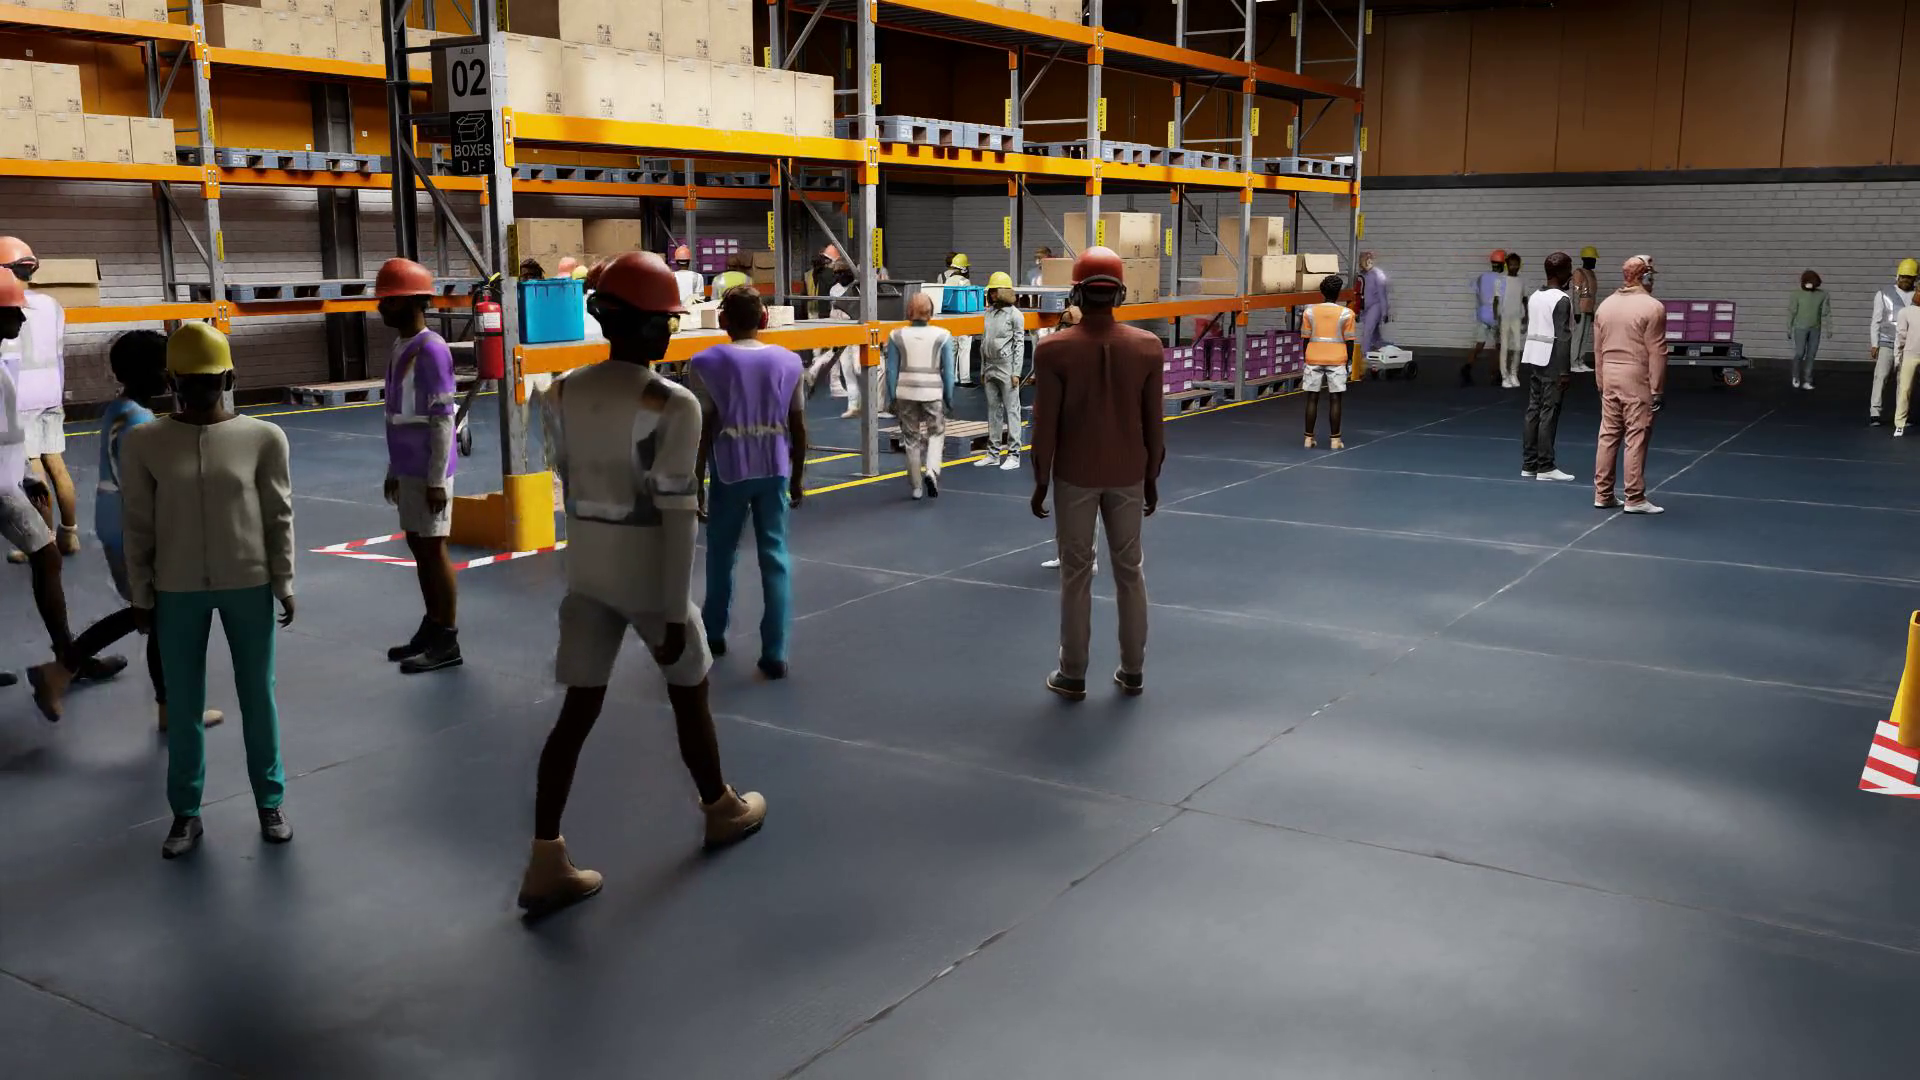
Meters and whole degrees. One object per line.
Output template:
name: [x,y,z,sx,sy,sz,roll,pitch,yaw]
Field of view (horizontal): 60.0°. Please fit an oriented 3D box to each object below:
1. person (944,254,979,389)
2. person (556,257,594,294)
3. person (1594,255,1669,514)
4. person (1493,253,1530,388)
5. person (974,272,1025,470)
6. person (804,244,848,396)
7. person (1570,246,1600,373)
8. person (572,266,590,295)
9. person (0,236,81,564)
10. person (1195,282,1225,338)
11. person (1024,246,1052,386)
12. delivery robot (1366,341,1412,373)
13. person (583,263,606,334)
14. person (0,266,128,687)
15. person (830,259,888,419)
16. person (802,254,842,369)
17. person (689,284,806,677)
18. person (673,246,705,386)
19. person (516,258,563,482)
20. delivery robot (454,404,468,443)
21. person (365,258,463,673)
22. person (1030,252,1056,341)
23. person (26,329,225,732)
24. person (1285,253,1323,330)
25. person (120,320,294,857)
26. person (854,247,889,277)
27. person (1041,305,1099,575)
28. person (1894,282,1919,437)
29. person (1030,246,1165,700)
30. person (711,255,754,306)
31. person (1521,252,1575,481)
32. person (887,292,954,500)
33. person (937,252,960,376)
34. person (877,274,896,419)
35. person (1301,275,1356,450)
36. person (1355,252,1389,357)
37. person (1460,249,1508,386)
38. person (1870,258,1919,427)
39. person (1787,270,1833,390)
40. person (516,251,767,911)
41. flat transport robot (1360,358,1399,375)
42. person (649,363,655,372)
person: [0.022,-2.966,22.633,0.403,1.837,0.591,-8,13,-36]
person: [-3.832,-1.966,17.062,0.547,1.872,1.012,4,11,23]
person: [5.006,-1.151,12.366,0.408,1.913,0.642,-4,11,-23]
person: [7.548,-2.995,22.760,0.524,1.850,0.441,1,10,5]
person: [0.354,-1.498,14.751,0.298,1.745,0.484,-9,14,-42]
person: [-1.697,-2.829,21.501,0.545,1.979,0.615,-2,10,-12]
person: [9.593,-3.537,25.544,0.362,1.928,0.587,9,14,42]
person: [-3.762,-1.857,16.682,0.525,1.769,0.310,-4,11,-22]
person: [-5.870,-0.871,10.452,0.391,2.040,0.614,1,10,4]
person: [3.687,-3.221,24.372,0.527,1.721,0.903,6,12,31]
person: [1.168,-3.081,22.983,0.629,1.940,0.378,7,12,34]
delivery robot: [6.213,-2.632,24.070,0.707,0.478,0.477,-7,13,-36]
person: [-3.222,-1.574,15.015,0.653,1.814,1.053,0,10,1]
person: [-4.236,-0.266,7.502,0.875,1.900,0.555,-8,13,-37]
person: [-1.175,-2.283,18.922,0.676,1.813,0.578,8,13,38]
person: [-2.193,-3.594,26.194,0.650,1.819,0.440,4,11,22]
person: [-1.039,-0.298,7.922,0.607,1.803,0.904,-5,11,-25]
person: [-3.694,-2.974,22.384,0.543,1.943,0.355,-1,10,-5]
person: [-3.516,-1.372,13.696,0.510,1.877,0.328,-2,10,-11]
delivery robot: [-4.885,-1.136,15.783,0.477,0.478,0.707,-2,10,-10]
person: [-2.573,-0.350,7.850,0.379,1.934,0.558,-8,13,-36]
person: [1.257,-2.986,22.700,0.594,1.855,0.610,6,12,28]
person: [-3.398,-0.008,6.685,0.655,1.668,0.554,-7,12,-32]
person: [5.342,-3.533,25.832,0.593,1.820,0.404,1,10,6]
person: [-2.472,0.160,5.513,0.523,1.766,0.315,-4,11,-22]
person: [-1.454,-3.707,26.172,0.690,2.000,1.067,-1,10,-3]
person: [0.688,-0.596,10.054,0.272,1.635,0.507,-3,11,-18]
person: [9.865,-1.860,17.090,0.494,1.625,0.283,4,11,21]
person: [0.598,-0.289,7.358,0.612,1.994,0.395,-2,10,-13]
person: [-3.271,-3.196,23.979,0.630,1.820,0.794,-4,11,-20]
person: [4.984,-1.464,14.083,0.388,1.919,0.592,-2,10,-8]
person: [-0.310,-1.097,12.860,0.525,1.623,0.447,1,10,3]
person: [-0.099,-3.366,24.818,0.514,1.846,0.337,7,13,35]
person: [-0.925,-2.201,18.943,0.308,1.636,0.524,-4,11,-22]
person: [3.554,-1.712,16.093,0.530,1.689,0.322,4,11,23]
person: [6.493,-3.603,26.158,0.961,1.852,0.653,-4,11,-20]
person: [7.315,-3.068,23.036,0.854,1.906,0.548,-9,14,-42]
person: [10.211,-2.136,18.071,0.586,1.824,0.403,2,10,13]
person: [11.500,-2.840,22.526,0.525,1.609,0.355,1,10,7]
person: [-1.018,0.107,5.193,0.610,1.993,1.053,5,11,26]
flat transport robot: [6.000,-2.636,25.137,0.652,0.197,1.431,-3,11,-13]
person: [-3.887,-2.570,20.319,0.639,1.885,1.031,-3,11,-18]
